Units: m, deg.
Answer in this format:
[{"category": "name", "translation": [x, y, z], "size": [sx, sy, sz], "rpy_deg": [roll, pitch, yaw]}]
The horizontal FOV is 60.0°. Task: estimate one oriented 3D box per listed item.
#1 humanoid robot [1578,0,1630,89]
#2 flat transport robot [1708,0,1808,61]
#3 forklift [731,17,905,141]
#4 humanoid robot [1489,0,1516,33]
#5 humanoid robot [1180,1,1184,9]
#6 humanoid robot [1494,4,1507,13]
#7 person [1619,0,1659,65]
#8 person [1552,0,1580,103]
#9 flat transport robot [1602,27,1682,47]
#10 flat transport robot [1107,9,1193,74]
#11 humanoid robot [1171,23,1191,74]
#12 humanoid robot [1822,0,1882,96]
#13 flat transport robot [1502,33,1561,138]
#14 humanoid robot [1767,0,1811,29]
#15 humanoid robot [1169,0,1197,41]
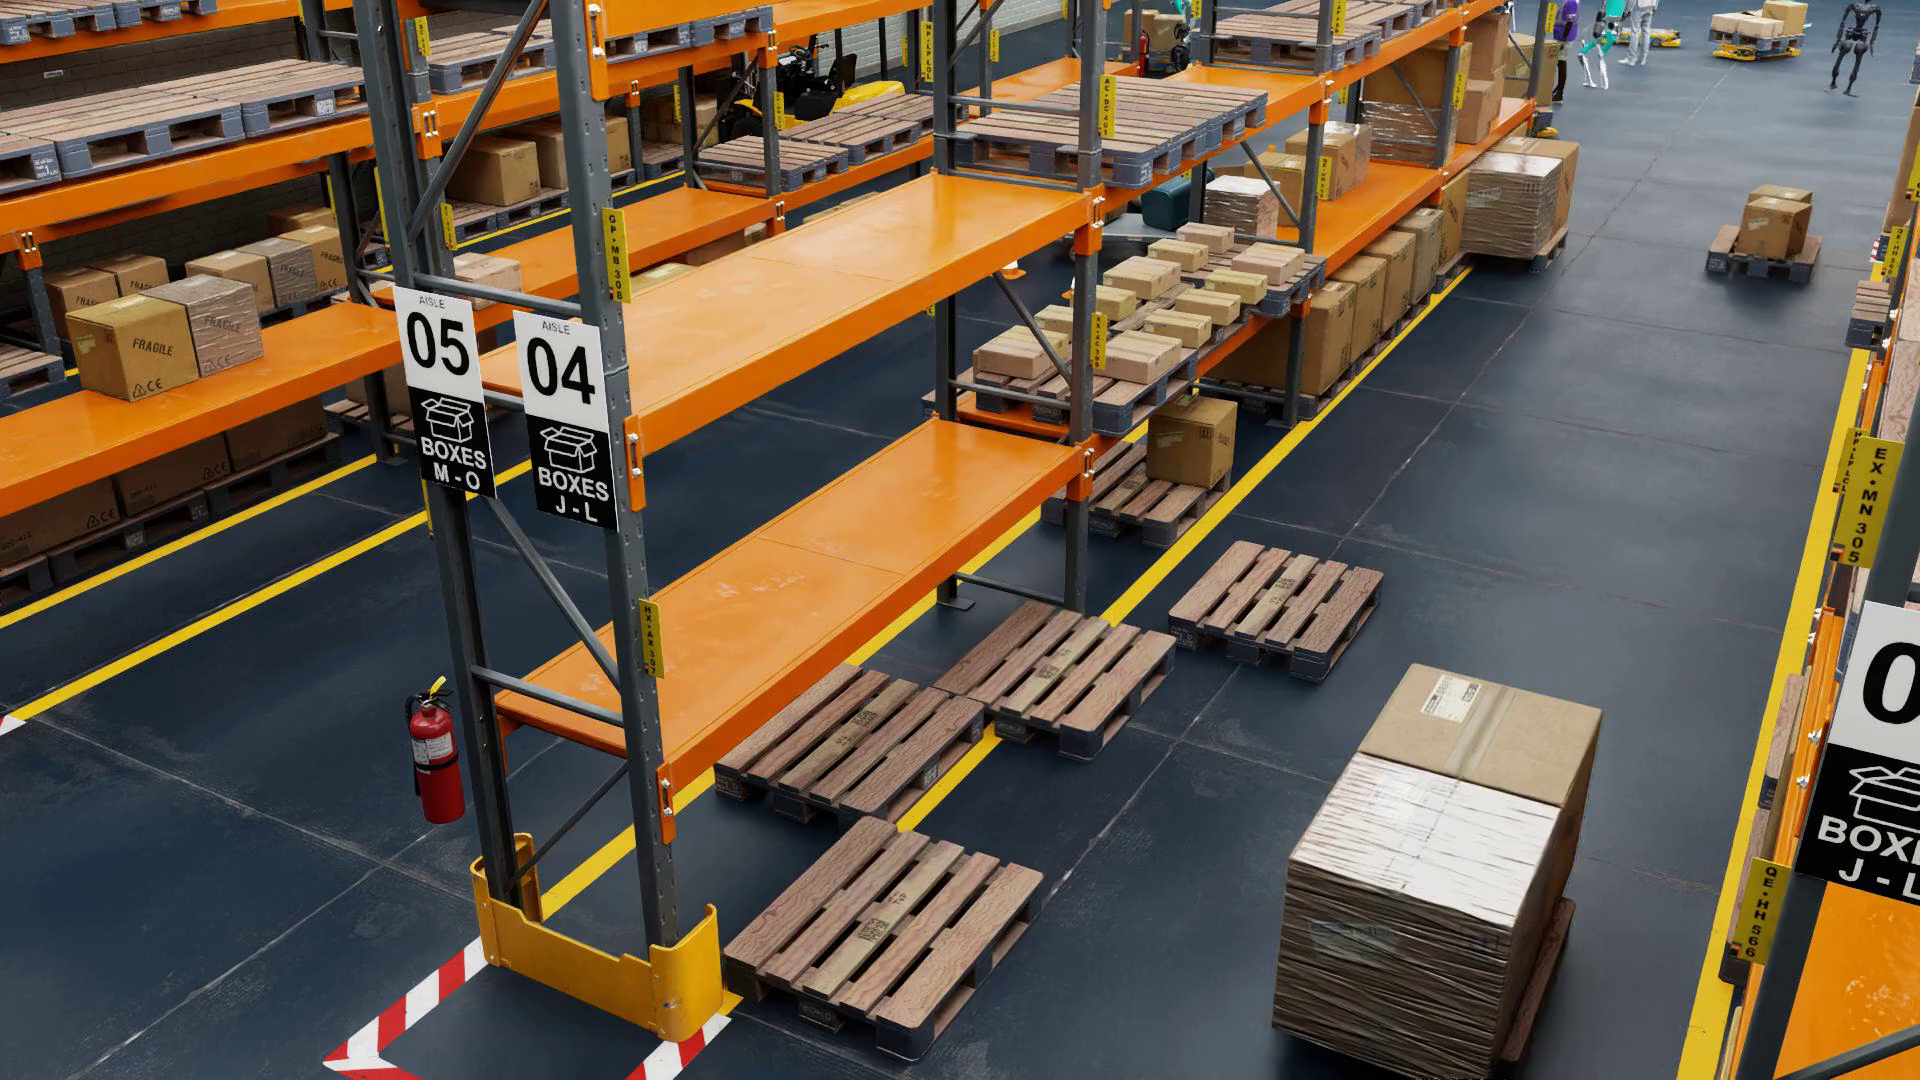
[{"category": "humanoid robot", "translation": [10.192, -8.065, 26.420], "size": [0.567, 1.795, 0.720], "rpy_deg": [-9, 27, -18]}, {"category": "flat transport robot", "translation": [13.999, -8.638, 29.291], "size": [1.431, 0.231, 0.659], "rpy_deg": [-12, 28, -24]}, {"category": "forklift", "translation": [-1.819, -5.975, 21.543], "size": [2.313, 2.155, 1.214], "rpy_deg": [14, 29, 26]}, {"category": "humanoid robot", "translation": [9.336, -8.942, 28.305], "size": [0.541, 1.814, 0.808], "rpy_deg": [-10, 27, -19]}, {"category": "humanoid robot", "translation": [4.890, -11.771, 34.136], "size": [1.017, 1.750, 0.564], "rpy_deg": [-6, 26, -13]}, {"category": "humanoid robot", "translation": [7.653, -6.912, 24.095], "size": [0.312, 1.647, 0.607], "rpy_deg": [6, 26, 12]}, {"category": "person", "translation": [11.624, -9.070, 28.288], "size": [0.595, 1.916, 0.374], "rpy_deg": [-9, 27, -18]}, {"category": "person", "translation": [9.188, -7.664, 25.314], "size": [0.368, 1.966, 0.603], "rpy_deg": [8, 27, 16]}, {"category": "flat transport robot", "translation": [12.466, -9.237, 30.536], "size": [1.431, 0.231, 0.659], "rpy_deg": [10, 27, 20]}, {"category": "flat transport robot", "translation": [3.197, -8.032, 28.032], "size": [1.431, 0.231, 0.659], "rpy_deg": [2, 26, 3]}, {"category": "humanoid robot", "translation": [2.965, -6.102, 22.380], "size": [0.315, 1.659, 0.599], "rpy_deg": [9, 27, 17]}, {"category": "humanoid robot", "translation": [13.925, -7.772, 25.879], "size": [0.601, 1.648, 0.452], "rpy_deg": [12, 28, 23]}, {"category": "flat transport robot", "translation": [7.652, -5.867, 23.533], "size": [1.431, 0.231, 0.659], "rpy_deg": [0, 26, 0]}, {"category": "humanoid robot", "translation": [15.732, -10.487, 31.466], "size": [1.029, 1.745, 0.547], "rpy_deg": [1, 26, 2]}, {"category": "humanoid robot", "translation": [4.099, -9.863, 30.172], "size": [0.549, 1.803, 0.761], "rpy_deg": [22, 33, 38]}]
